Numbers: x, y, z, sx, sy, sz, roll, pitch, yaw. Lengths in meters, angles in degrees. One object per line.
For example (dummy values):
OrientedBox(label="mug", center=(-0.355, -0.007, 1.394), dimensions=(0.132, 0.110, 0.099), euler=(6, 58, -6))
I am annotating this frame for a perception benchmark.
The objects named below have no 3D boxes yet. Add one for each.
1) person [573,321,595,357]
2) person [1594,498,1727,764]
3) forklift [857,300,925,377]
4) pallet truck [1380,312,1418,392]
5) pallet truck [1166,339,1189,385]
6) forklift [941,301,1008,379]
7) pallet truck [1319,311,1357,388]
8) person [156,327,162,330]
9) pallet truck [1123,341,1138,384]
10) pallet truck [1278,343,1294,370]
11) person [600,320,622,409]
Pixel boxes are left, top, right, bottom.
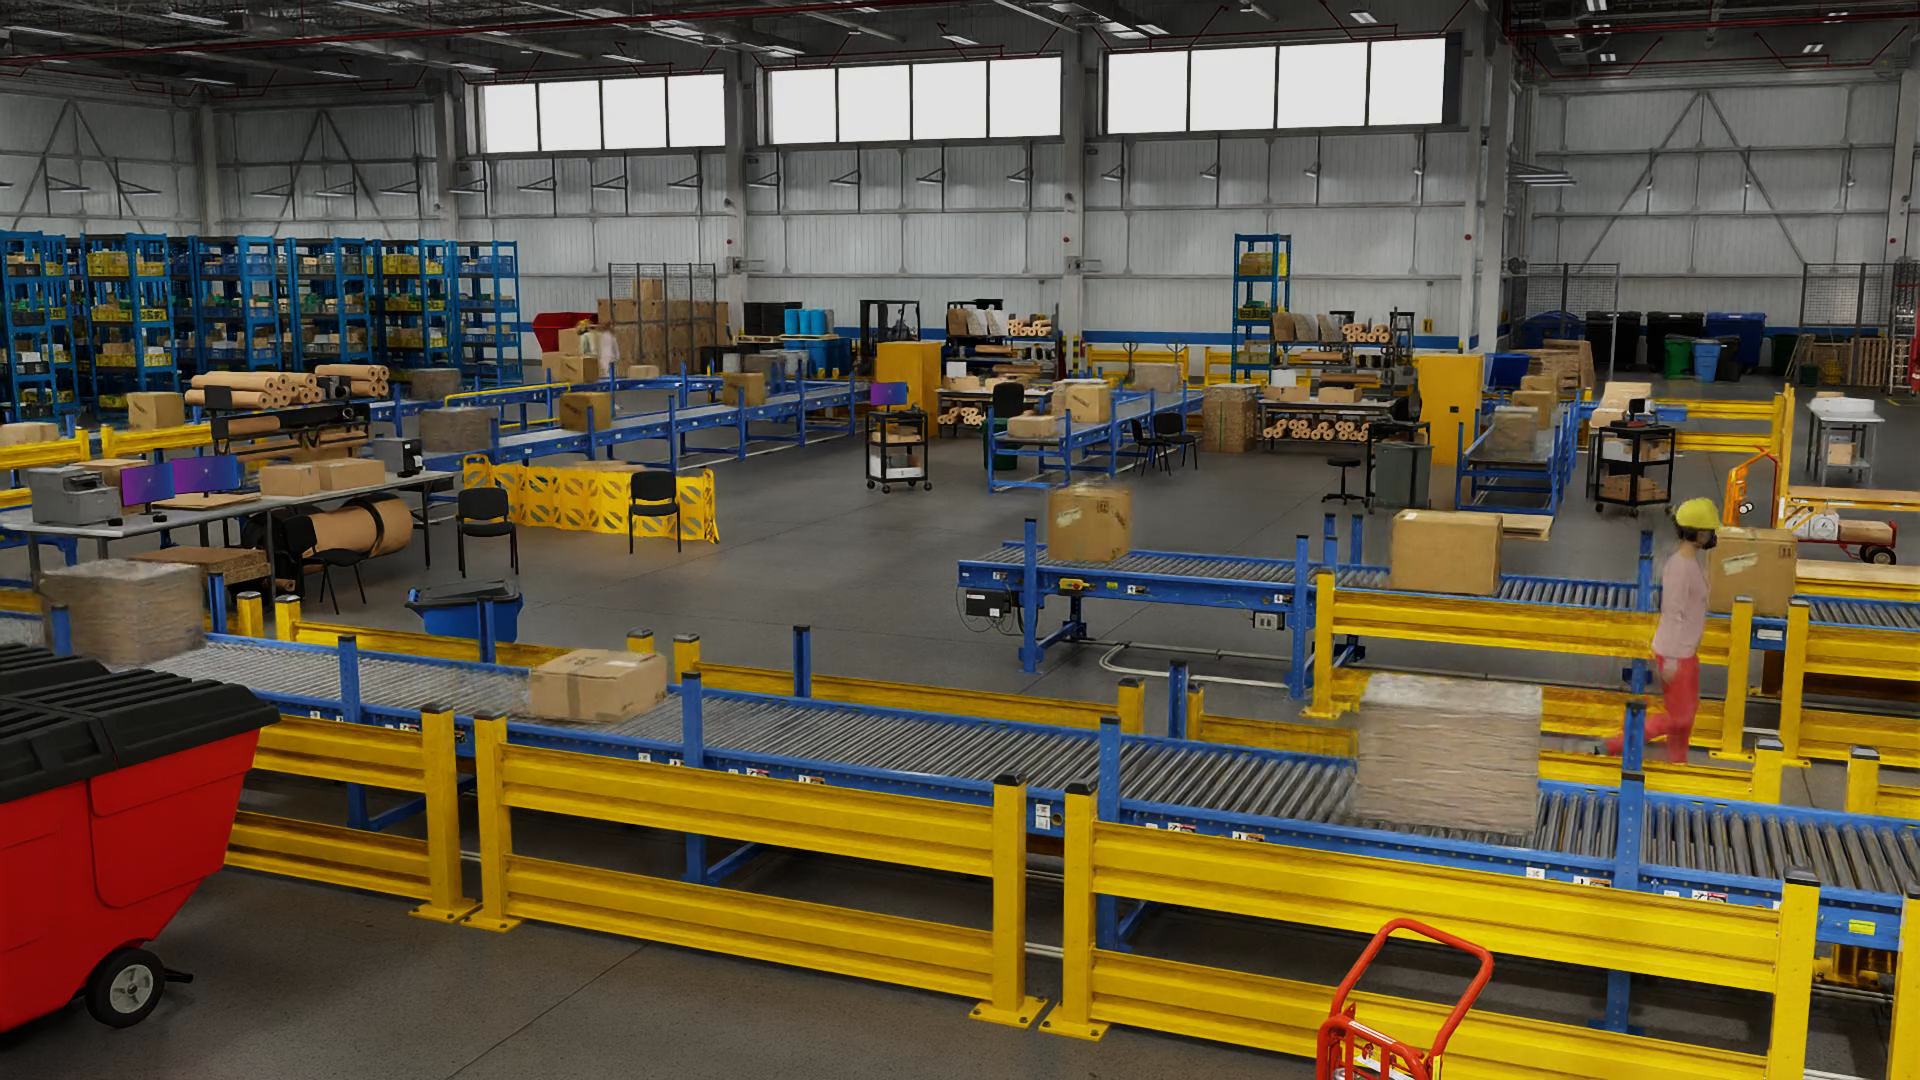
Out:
OrientedBox(label="person", center=(-8.457, -4.051, 37.645), dimensions=(0.407, 1.787, 0.684), euler=(2, 10, 13))
OrientedBox(label="person", center=(3.989, 0.621, 9.394), dimensions=(0.561, 1.755, 0.530), euler=(6, 11, 30))
OrientedBox(label="forklift", center=(-1.732, -5.109, 42.468), dimensions=(1.157, 1.987, 2.680), euler=(4, 10, 22))
OrientedBox(label="pallet truck", center=(10.207, -4.283, 38.369), dimensions=(0.823, 1.965, 1.885), euler=(3, 10, 20))
OrientedBox(label="pallet truck", center=(5.418, -4.269, 40.420), dimensions=(0.704, 1.261, 1.522), euler=(3, 10, 20))
OrientedBox(label="forklift", center=(0.365, -4.966, 41.571), dimensions=(1.157, 1.987, 2.680), euler=(3, 10, 20))
OrientedBox(label="pallet truck", center=(9.071, -4.419, 39.190), dimensions=(0.823, 1.965, 1.885), euler=(5, 10, 26))
OrientedBox(label="person", center=(-17.876, -3.998, 37.157), dimensions=(0.573, 1.831, 0.405), euler=(-6, 11, -34))
OrientedBox(label="pallet truck", center=(4.445, -4.380, 41.279), dimensions=(0.680, 1.201, 1.601), euler=(4, 10, 22))
OrientedBox(label="pallet truck", center=(7.886, -4.163, 39.743), dimensions=(0.653, 1.274, 1.630), euler=(4, 10, 22))
OrientedBox(label="person", center=(-7.438, -3.723, 35.298), dimensions=(0.469, 1.889, 0.654), euler=(-3, 10, -18))
